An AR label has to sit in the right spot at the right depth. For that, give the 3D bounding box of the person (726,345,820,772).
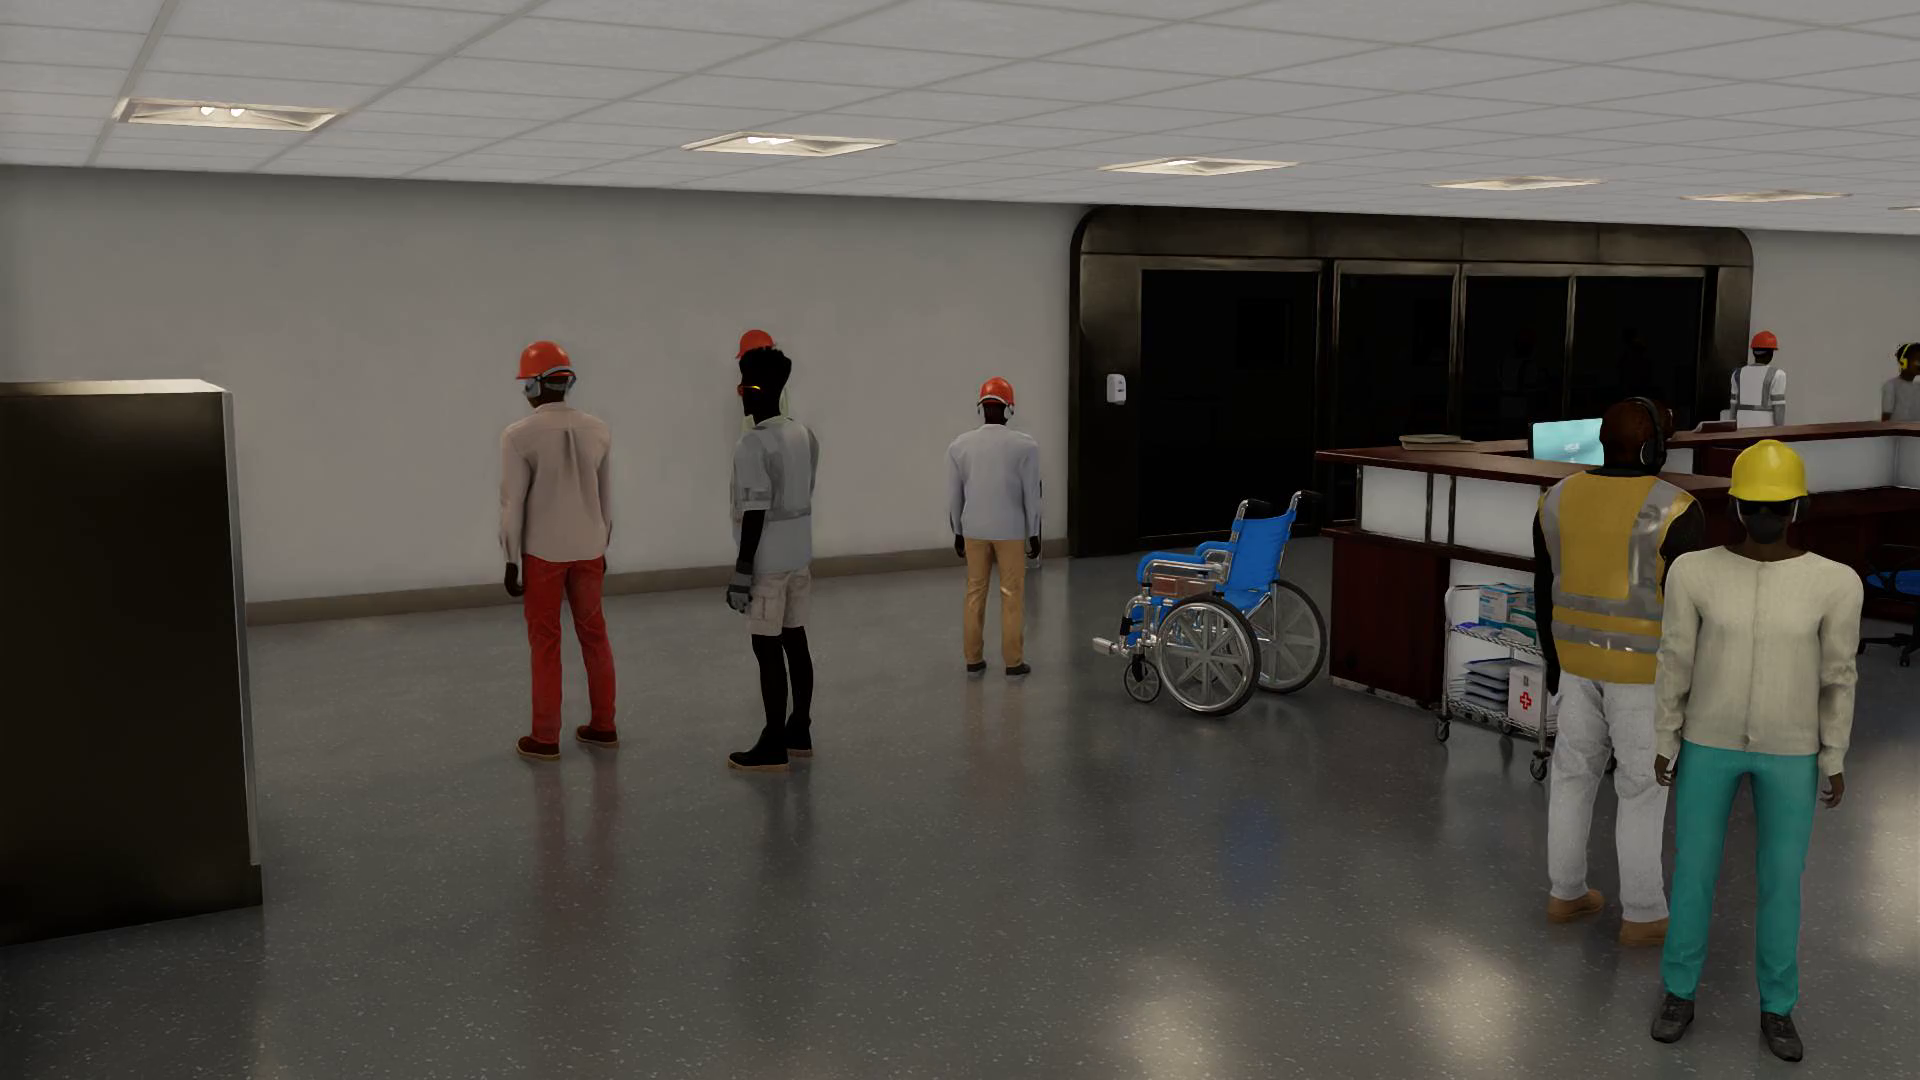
[{"bbox_3d":[-0.876,0.088,7.705,0.367,1.967,0.602,3,9,23],"label":"person"}]

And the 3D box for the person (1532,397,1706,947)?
[{"bbox_3d":[2.244,0.439,5.625,0.429,1.843,0.630,-5,10,-34],"label":"person"}]

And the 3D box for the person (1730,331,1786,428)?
[{"bbox_3d":[7.779,-1.065,16.210,0.389,1.930,0.550,-5,9,-30],"label":"person"}]

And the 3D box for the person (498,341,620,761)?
[{"bbox_3d":[-1.934,0.047,7.963,0.421,1.985,0.614,7,11,43],"label":"person"}]

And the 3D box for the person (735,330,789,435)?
[{"bbox_3d":[-1.458,-0.561,12.336,0.392,1.986,0.610,-1,8,-9],"label":"person"}]

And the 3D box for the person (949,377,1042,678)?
[{"bbox_3d":[0.215,-0.073,9.676,0.564,1.743,0.351,3,8,22],"label":"person"}]

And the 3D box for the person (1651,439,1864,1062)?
[{"bbox_3d":[2.262,0.595,4.761,0.525,1.769,0.309,3,9,23],"label":"person"}]
